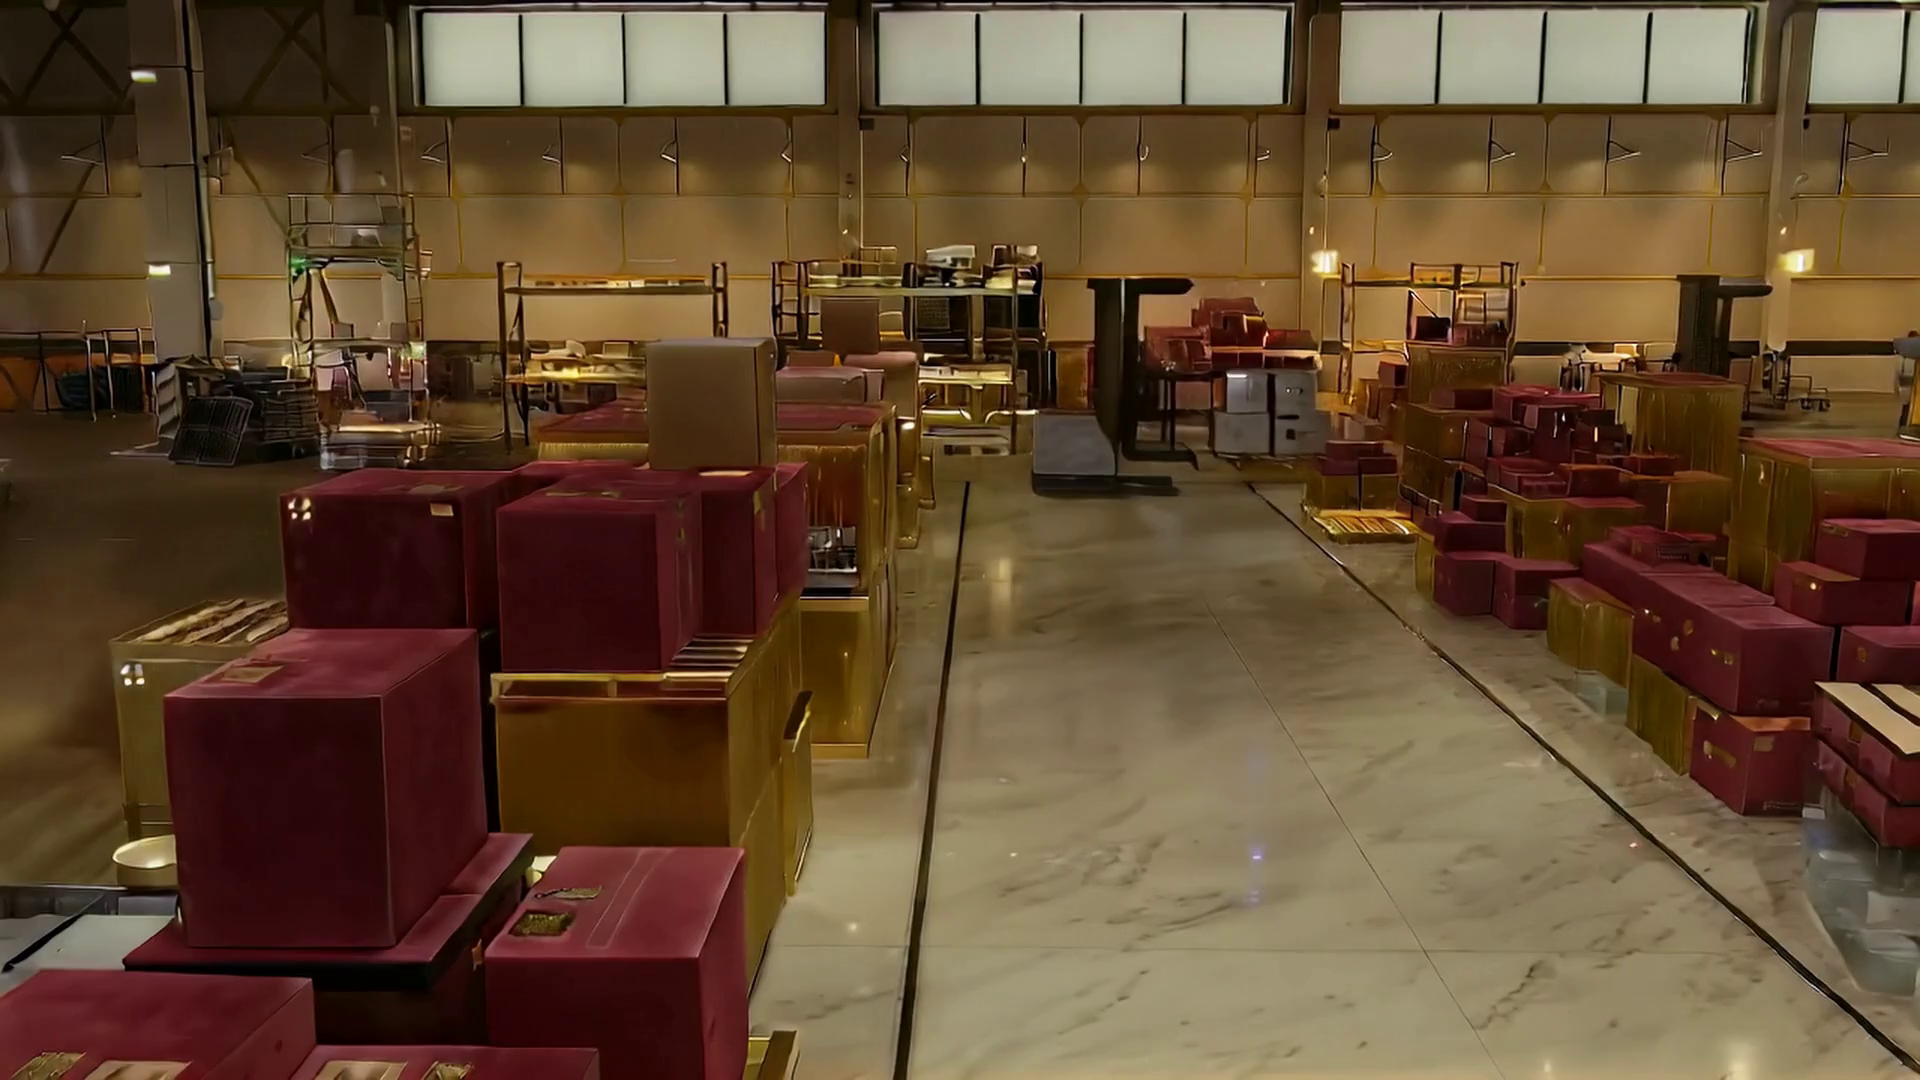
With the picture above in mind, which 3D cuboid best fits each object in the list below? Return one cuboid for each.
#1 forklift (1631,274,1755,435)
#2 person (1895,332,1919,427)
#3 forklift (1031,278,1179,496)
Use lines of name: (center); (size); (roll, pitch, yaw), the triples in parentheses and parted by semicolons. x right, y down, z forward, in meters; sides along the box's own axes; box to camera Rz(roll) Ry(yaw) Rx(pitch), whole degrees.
forklift: (12.895, -3.275, 29.251); (1.873, 2.768, 1.129); (0, 9, 1)
person: (15.971, -2.542, 27.885); (0.546, 1.871, 1.032); (5, 11, 26)
forklift: (1.884, -2.010, 21.678); (1.873, 2.768, 1.129); (0, 9, 1)
